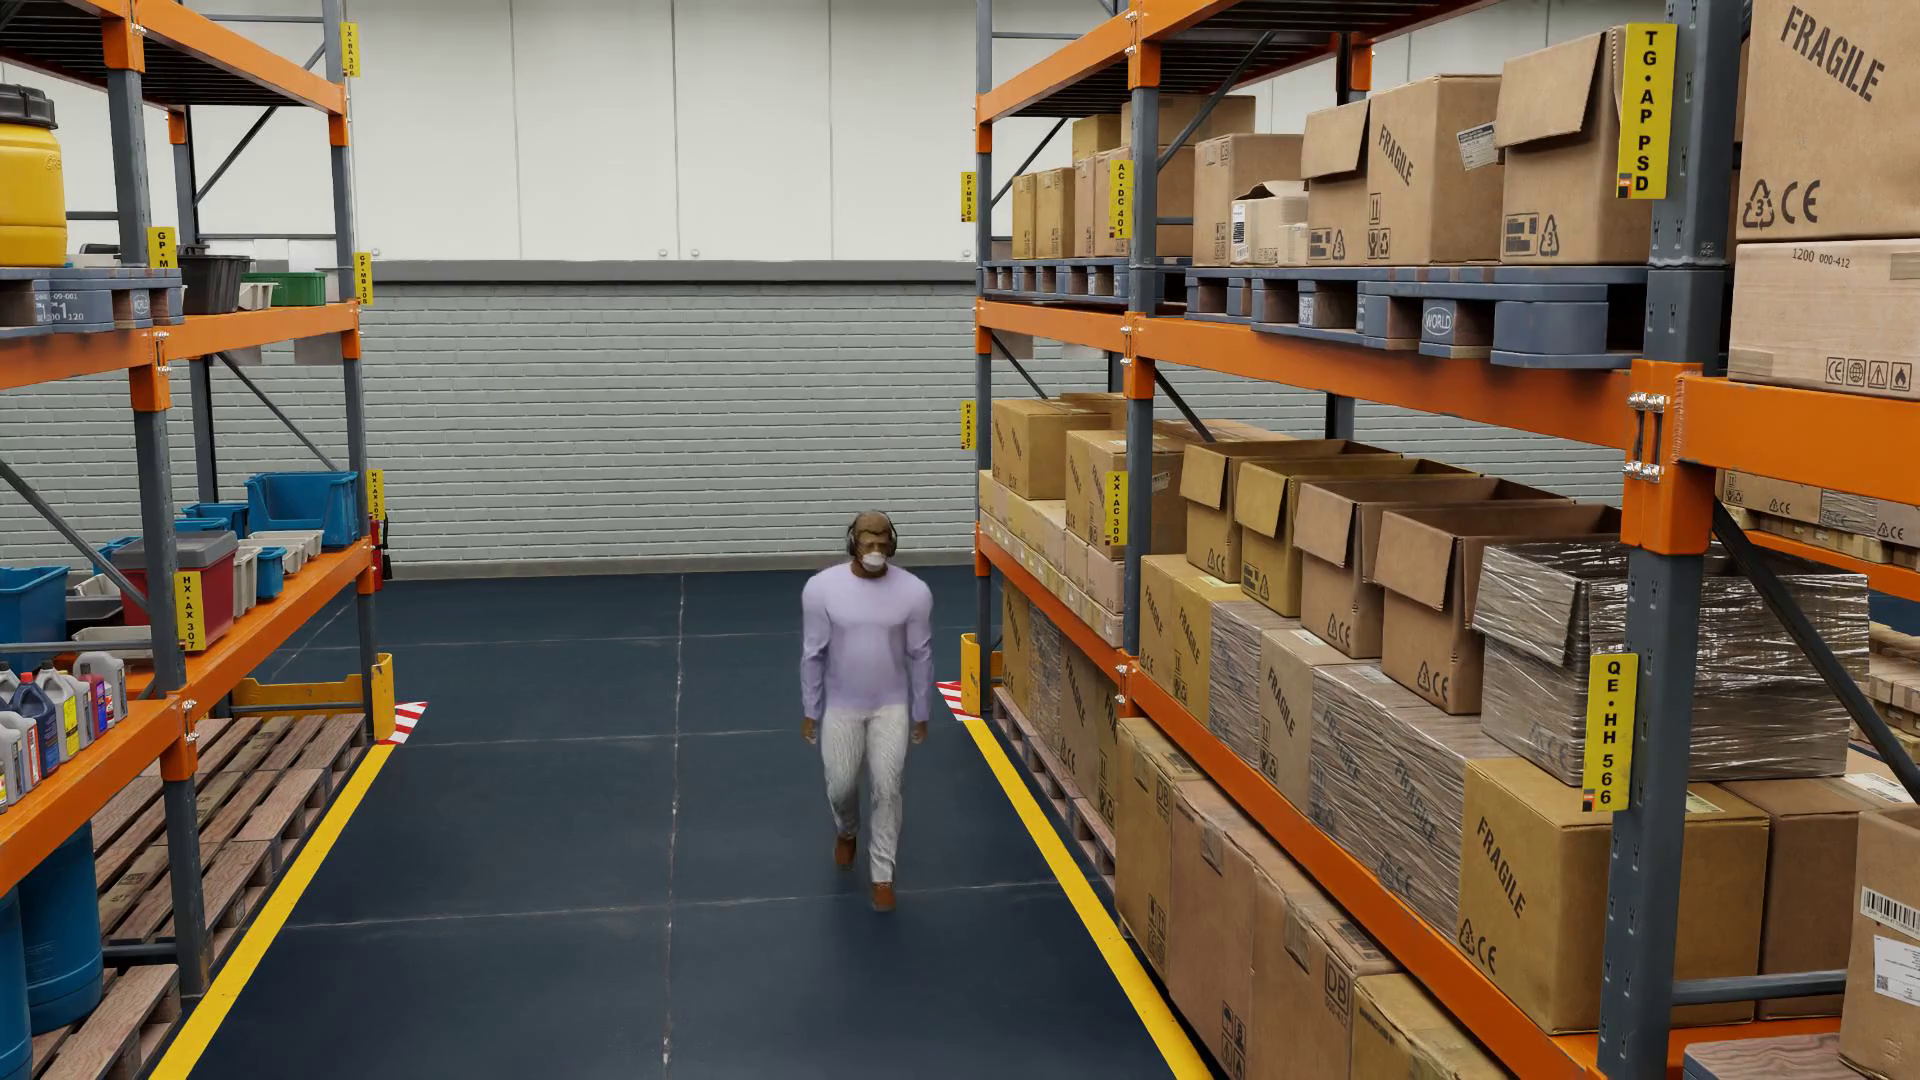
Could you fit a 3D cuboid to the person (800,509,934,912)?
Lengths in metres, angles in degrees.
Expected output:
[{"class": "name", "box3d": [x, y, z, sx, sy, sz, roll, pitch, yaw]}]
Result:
[{"class": "person", "box3d": [-0.442, 0.789, 8.000, 0.642, 1.919, 0.568, -1, 9, -6]}]
